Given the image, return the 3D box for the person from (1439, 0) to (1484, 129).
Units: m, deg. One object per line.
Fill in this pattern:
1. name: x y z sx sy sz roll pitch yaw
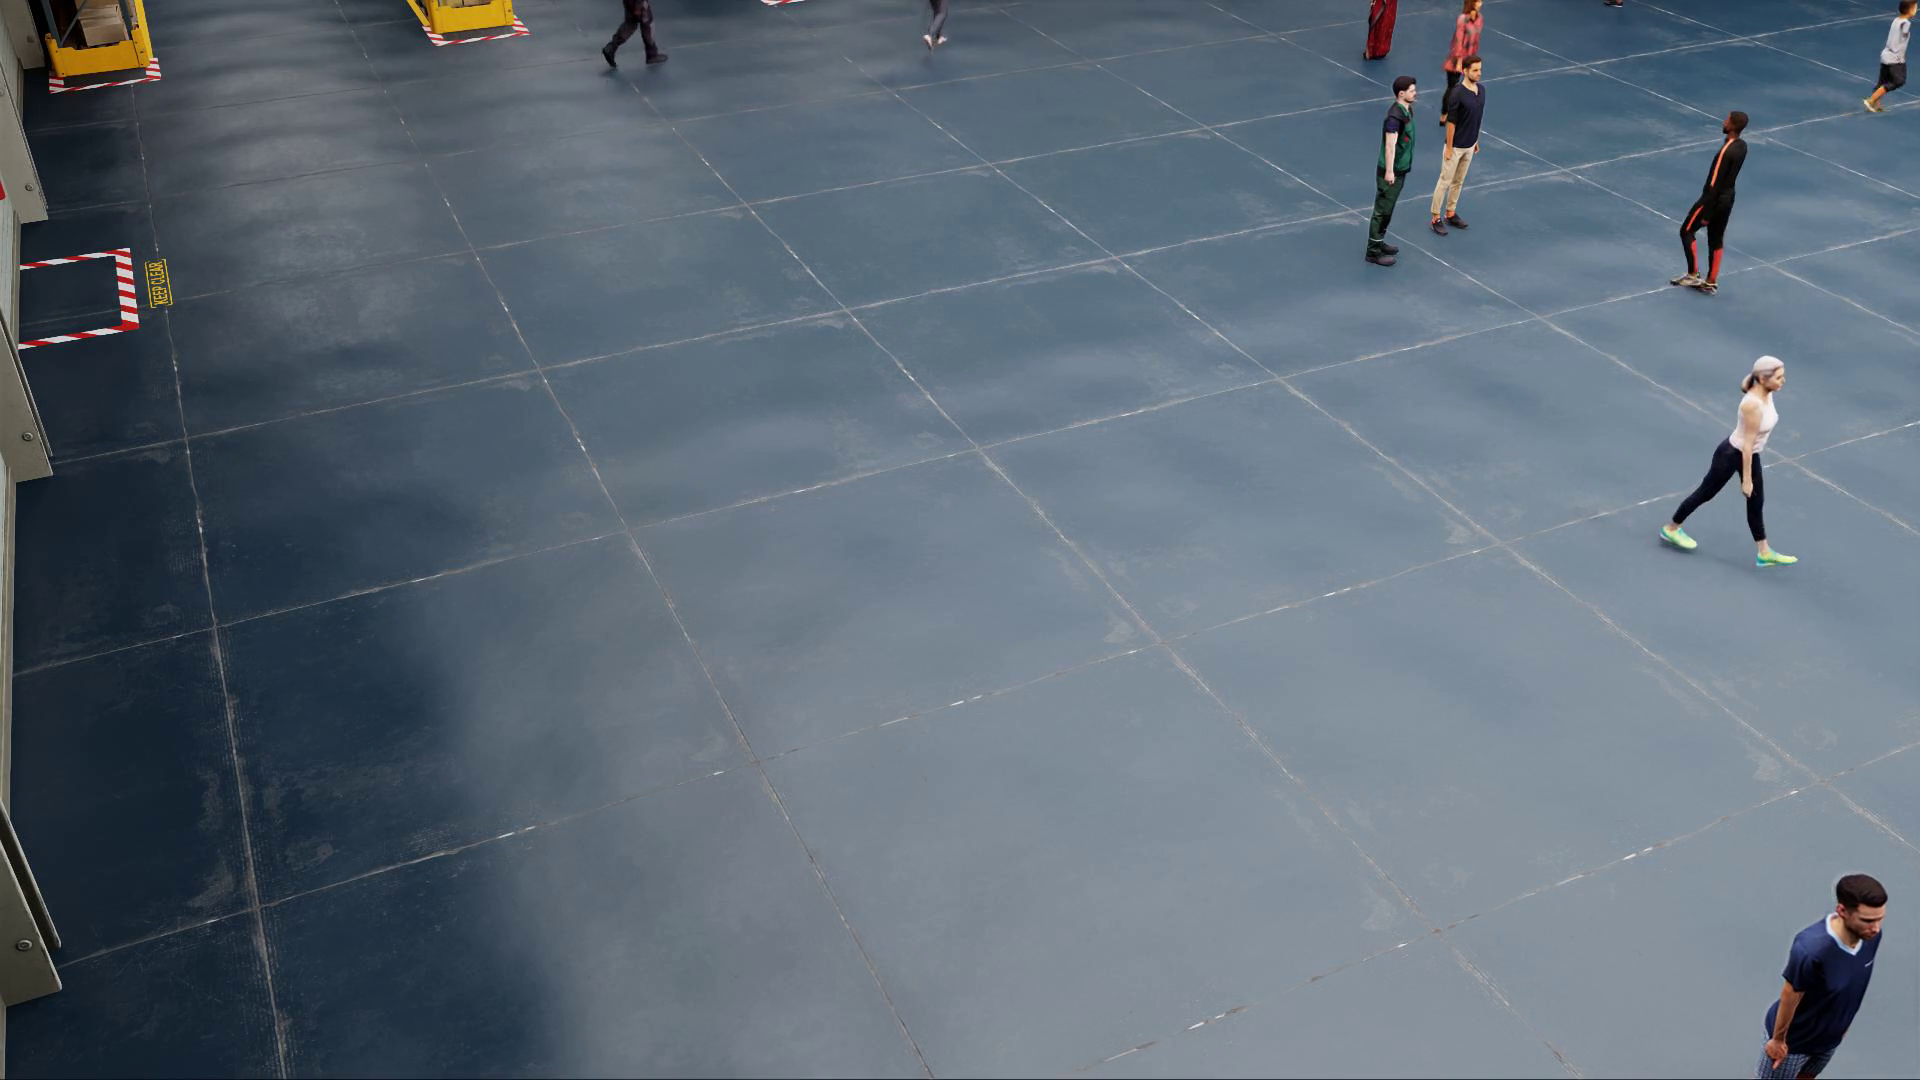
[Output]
1. person: 6.009 -5.808 20.117 0.643 1.690 0.662 -18 37 -26

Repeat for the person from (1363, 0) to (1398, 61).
1. person: 5.765 -7.373 22.571 0.730 1.638 0.708 -27 41 -35

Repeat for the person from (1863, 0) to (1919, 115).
1. person: 11.592 -6.066 20.734 0.774 1.449 0.701 -1 33 -2

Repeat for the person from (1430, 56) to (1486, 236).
1. person: 5.231 -4.156 17.421 0.669 1.859 0.586 -22 39 -29

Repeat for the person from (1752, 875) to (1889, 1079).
1. person: 3.882 2.220 7.629 0.613 1.847 0.532 -13 35 -20

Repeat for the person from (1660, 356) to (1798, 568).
1. person: 5.552 -0.579 12.114 1.255 1.648 0.988 22 39 30

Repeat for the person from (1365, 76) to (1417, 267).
1. person: 4.353 -3.743 16.749 0.815 1.900 0.753 11 35 16

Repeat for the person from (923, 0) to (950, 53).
1. person: -0.332 -7.565 22.779 1.067 1.733 1.038 16 37 24

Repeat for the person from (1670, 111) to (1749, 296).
1. person: 7.372 -3.212 16.031 0.739 1.792 0.771 -25 41 -33

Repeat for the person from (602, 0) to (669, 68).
1. person: -4.433 -7.201 22.157 0.893 1.801 1.120 -21 38 -29
